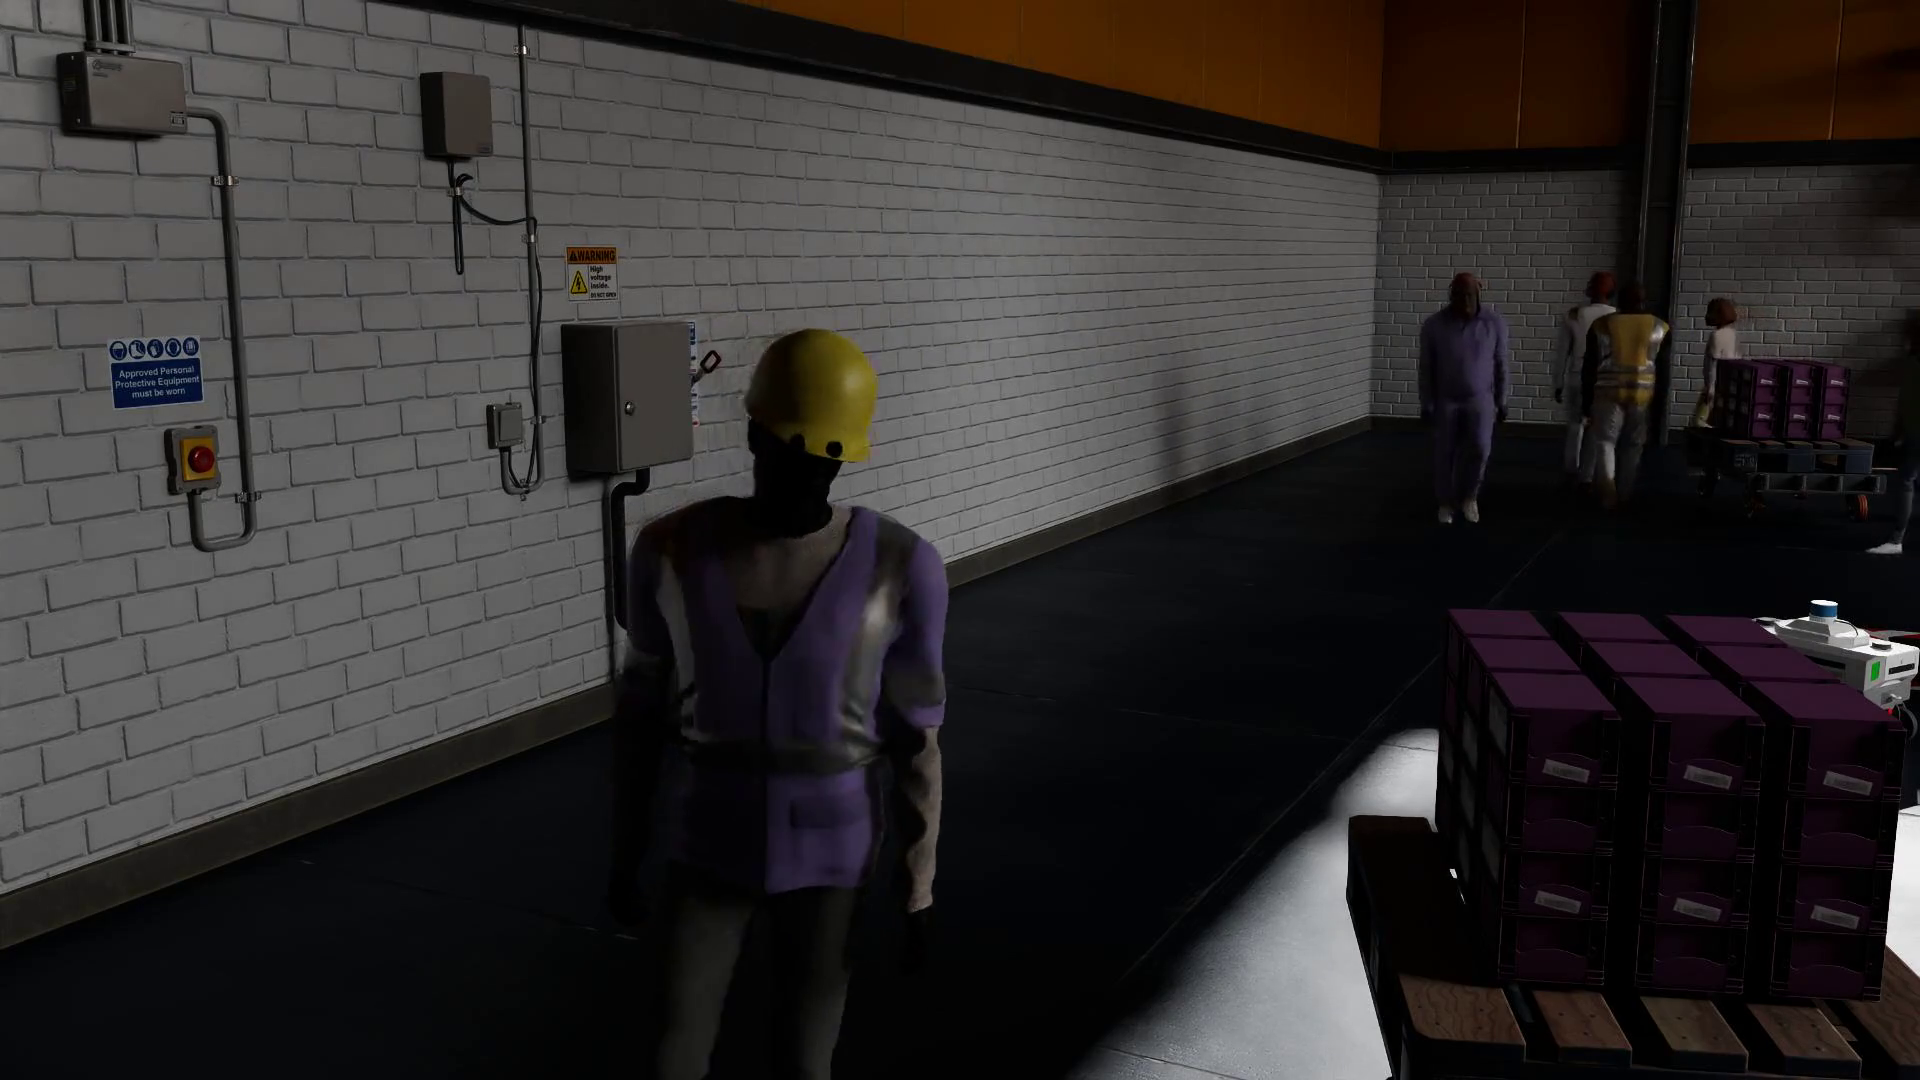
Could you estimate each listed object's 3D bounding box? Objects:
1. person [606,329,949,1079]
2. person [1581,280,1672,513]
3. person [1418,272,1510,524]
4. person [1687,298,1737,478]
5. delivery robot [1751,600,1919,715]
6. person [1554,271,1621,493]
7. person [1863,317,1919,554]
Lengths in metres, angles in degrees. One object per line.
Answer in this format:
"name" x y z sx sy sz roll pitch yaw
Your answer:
"person" -0.334 0.564 3.048 0.637 1.893 0.501 1 10 3
"person" 5.153 -1.101 12.908 0.639 1.820 0.794 3 10 18
"person" 3.733 -1.039 12.358 0.671 1.882 0.525 2 10 12
"person" 6.737 -1.336 14.809 0.400 1.621 0.523 8 13 39
"delivery robot" 3.627 0.499 7.015 0.477 0.478 0.707 -6 11 -30
"person" 5.373 -1.331 14.076 0.592 1.867 0.554 6 11 30
"person" 6.536 -0.694 11.192 0.754 1.605 0.506 1 10 4
